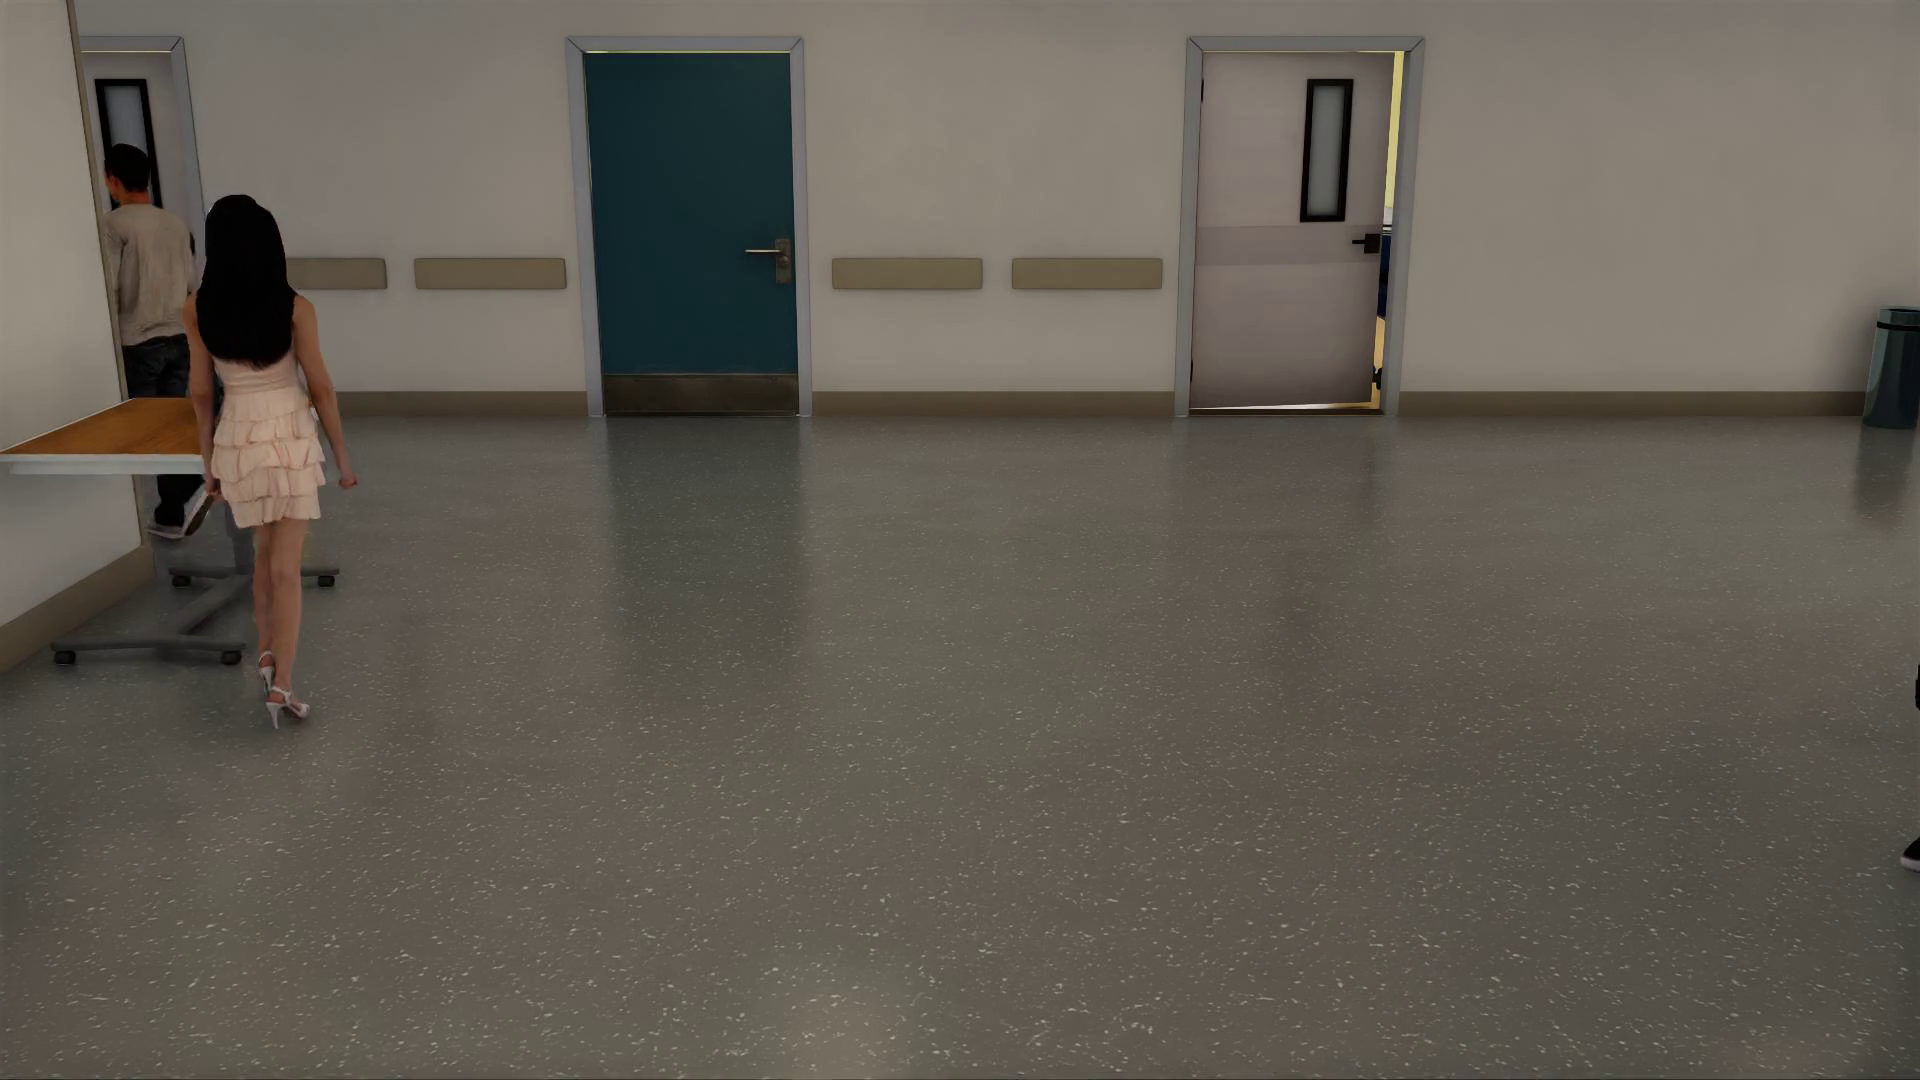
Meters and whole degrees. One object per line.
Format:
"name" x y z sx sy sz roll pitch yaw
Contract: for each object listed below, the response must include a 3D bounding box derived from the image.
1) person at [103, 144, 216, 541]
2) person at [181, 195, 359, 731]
"person" -3.572 -0.856 7.497 0.968 1.785 0.888 7 17 22
"person" -2.249 -0.210 5.318 0.524 1.723 0.647 1 16 2
